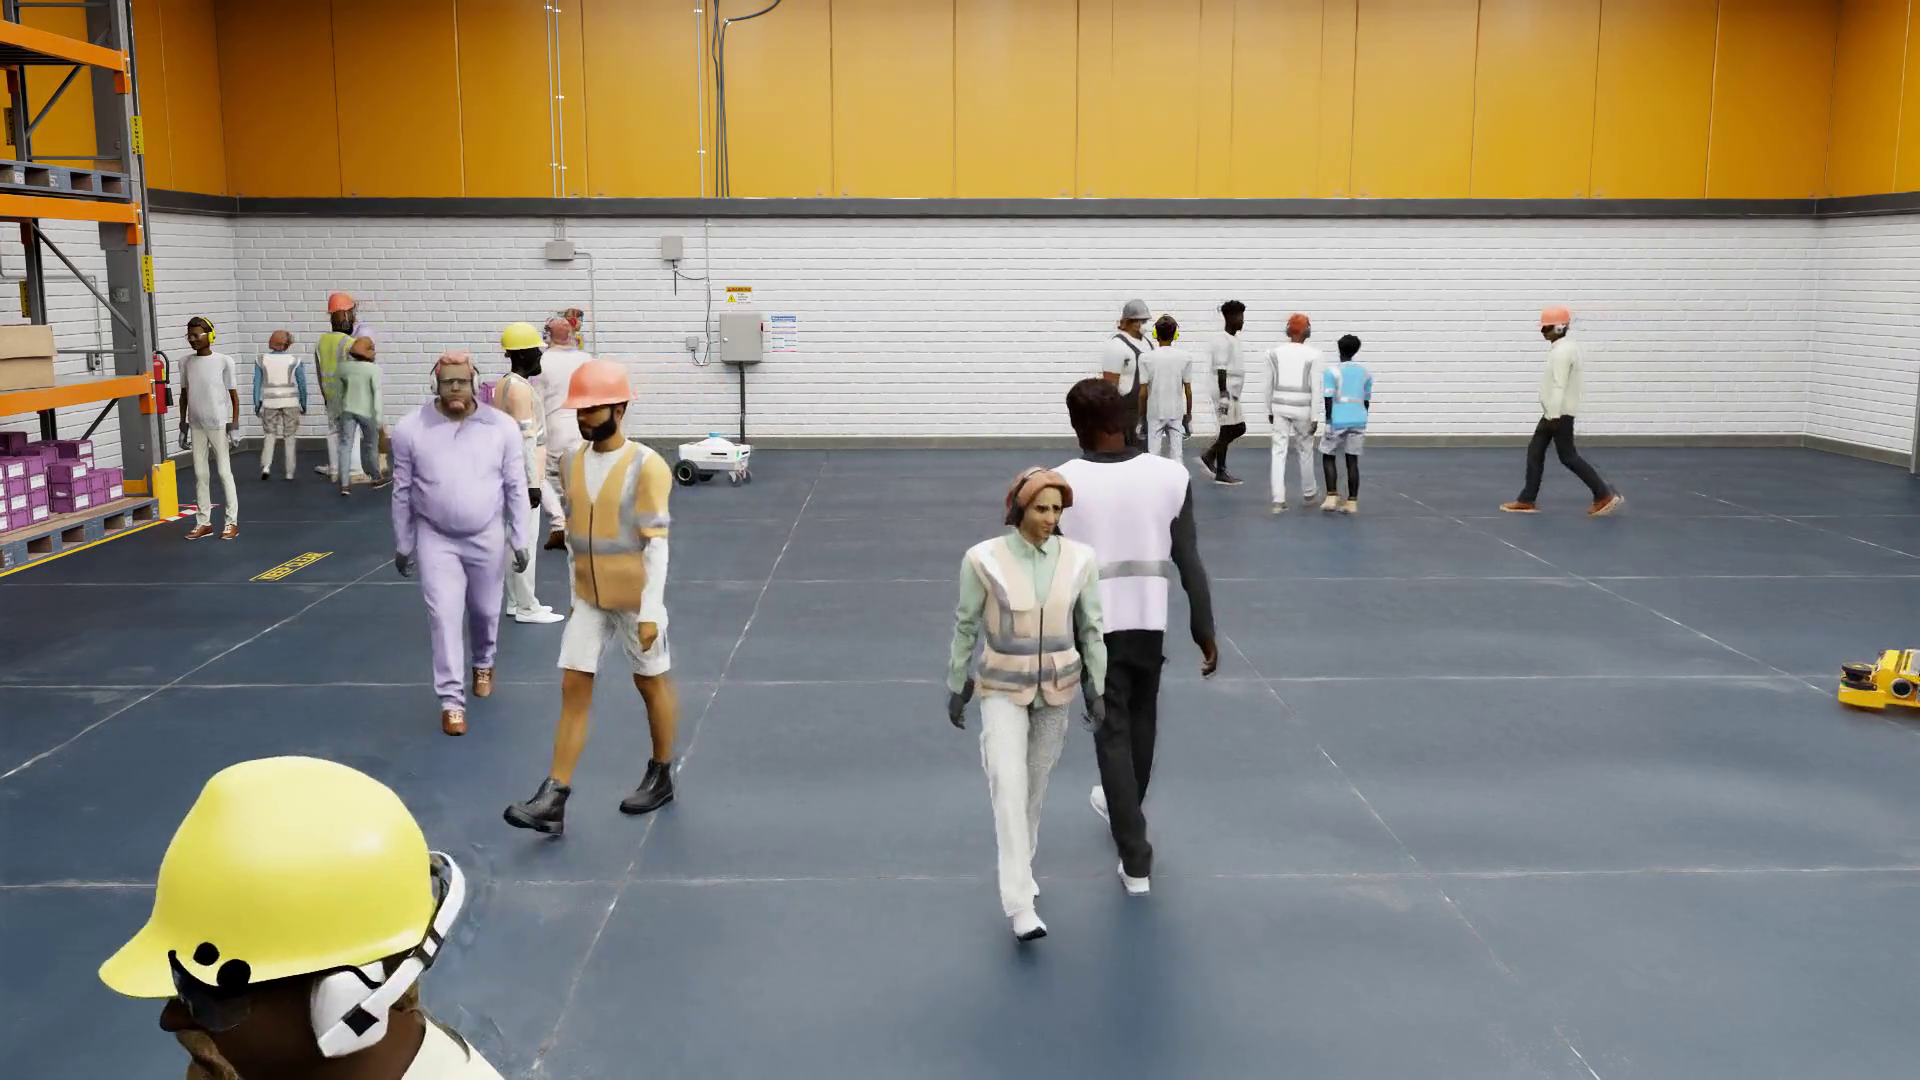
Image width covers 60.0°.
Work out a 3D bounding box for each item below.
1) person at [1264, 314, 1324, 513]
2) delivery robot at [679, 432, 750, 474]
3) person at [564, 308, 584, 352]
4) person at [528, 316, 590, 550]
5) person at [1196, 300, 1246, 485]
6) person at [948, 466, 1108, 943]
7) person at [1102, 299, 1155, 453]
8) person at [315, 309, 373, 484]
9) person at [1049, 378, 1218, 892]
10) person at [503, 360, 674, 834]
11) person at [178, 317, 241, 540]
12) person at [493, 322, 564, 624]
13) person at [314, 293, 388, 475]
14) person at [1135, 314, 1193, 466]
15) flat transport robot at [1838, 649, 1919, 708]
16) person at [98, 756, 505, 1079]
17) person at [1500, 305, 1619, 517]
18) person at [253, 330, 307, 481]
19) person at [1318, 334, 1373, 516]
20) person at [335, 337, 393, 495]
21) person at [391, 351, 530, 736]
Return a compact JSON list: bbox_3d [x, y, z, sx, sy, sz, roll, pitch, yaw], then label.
[{"bbox_3d":[3.158,-1.198,15.671,0.587,1.832,0.947,5,10,26],"label":"person"},{"bbox_3d":[-2.575,-0.896,17.461,0.707,0.478,0.477,3,10,15],"label":"delivery robot"},{"bbox_3d":[-4.537,-1.786,19.354,0.516,1.811,0.565,-1,9,-8],"label":"person"},{"bbox_3d":[-3.209,-0.836,13.297,0.441,1.887,0.668,8,12,39],"label":"person"},{"bbox_3d":[2.780,-1.544,17.492,0.476,1.945,0.617,5,10,27],"label":"person"},{"bbox_3d":[0.261,0.548,5.724,0.535,1.586,0.859,-3,10,-17],"label":"person"},{"bbox_3d":[1.659,-1.372,16.122,1.031,2.000,0.683,5,11,30],"label":"person"},{"bbox_3d":[-6.511,-1.515,17.619,0.633,1.839,0.429,6,11,31],"label":"person"},{"bbox_3d":[0.590,0.321,6.297,0.677,1.858,0.909,-2,9,-11],"label":"person"},{"bbox_3d":[-1.455,0.243,6.648,0.569,1.896,0.930,5,10,26],"label":"person"},{"bbox_3d":[-6.303,-0.931,13.946,0.535,1.869,0.314,1,9,3],"label":"person"},{"bbox_3d":[-2.789,-0.428,10.677,0.363,1.930,0.588,-4,10,-25],"label":"person"},{"bbox_3d":[-6.668,-1.683,18.162,0.645,1.987,0.951,6,11,31],"label":"person"},{"bbox_3d":[1.808,-1.057,14.715,0.510,1.872,0.329,0,9,-3],"label":"person"},{"bbox_3d":[5.308,0.760,8.464,1.431,0.197,0.652,6,11,32],"label":"flat transport robot"},{"bbox_3d":[-0.660,1.105,1.608,0.610,1.815,0.620,-9,13,-44],"label":"person"},{"bbox_3d":[5.558,-1.180,15.243,0.995,1.949,0.614,3,10,17],"label":"person"},{"bbox_3d":[-7.243,-1.425,17.730,0.543,1.615,0.367,-2,10,-14],"label":"person"},{"bbox_3d":[3.582,-1.061,15.346,0.544,1.660,0.445,-3,10,-16],"label":"person"},{"bbox_3d":[-6.084,-1.261,16.835,0.605,1.568,0.859,2,9,11],"label":"person"},{"bbox_3d":[-2.525,-0.029,8.438,0.659,1.873,0.937,-3,10,-20],"label":"person"}]
